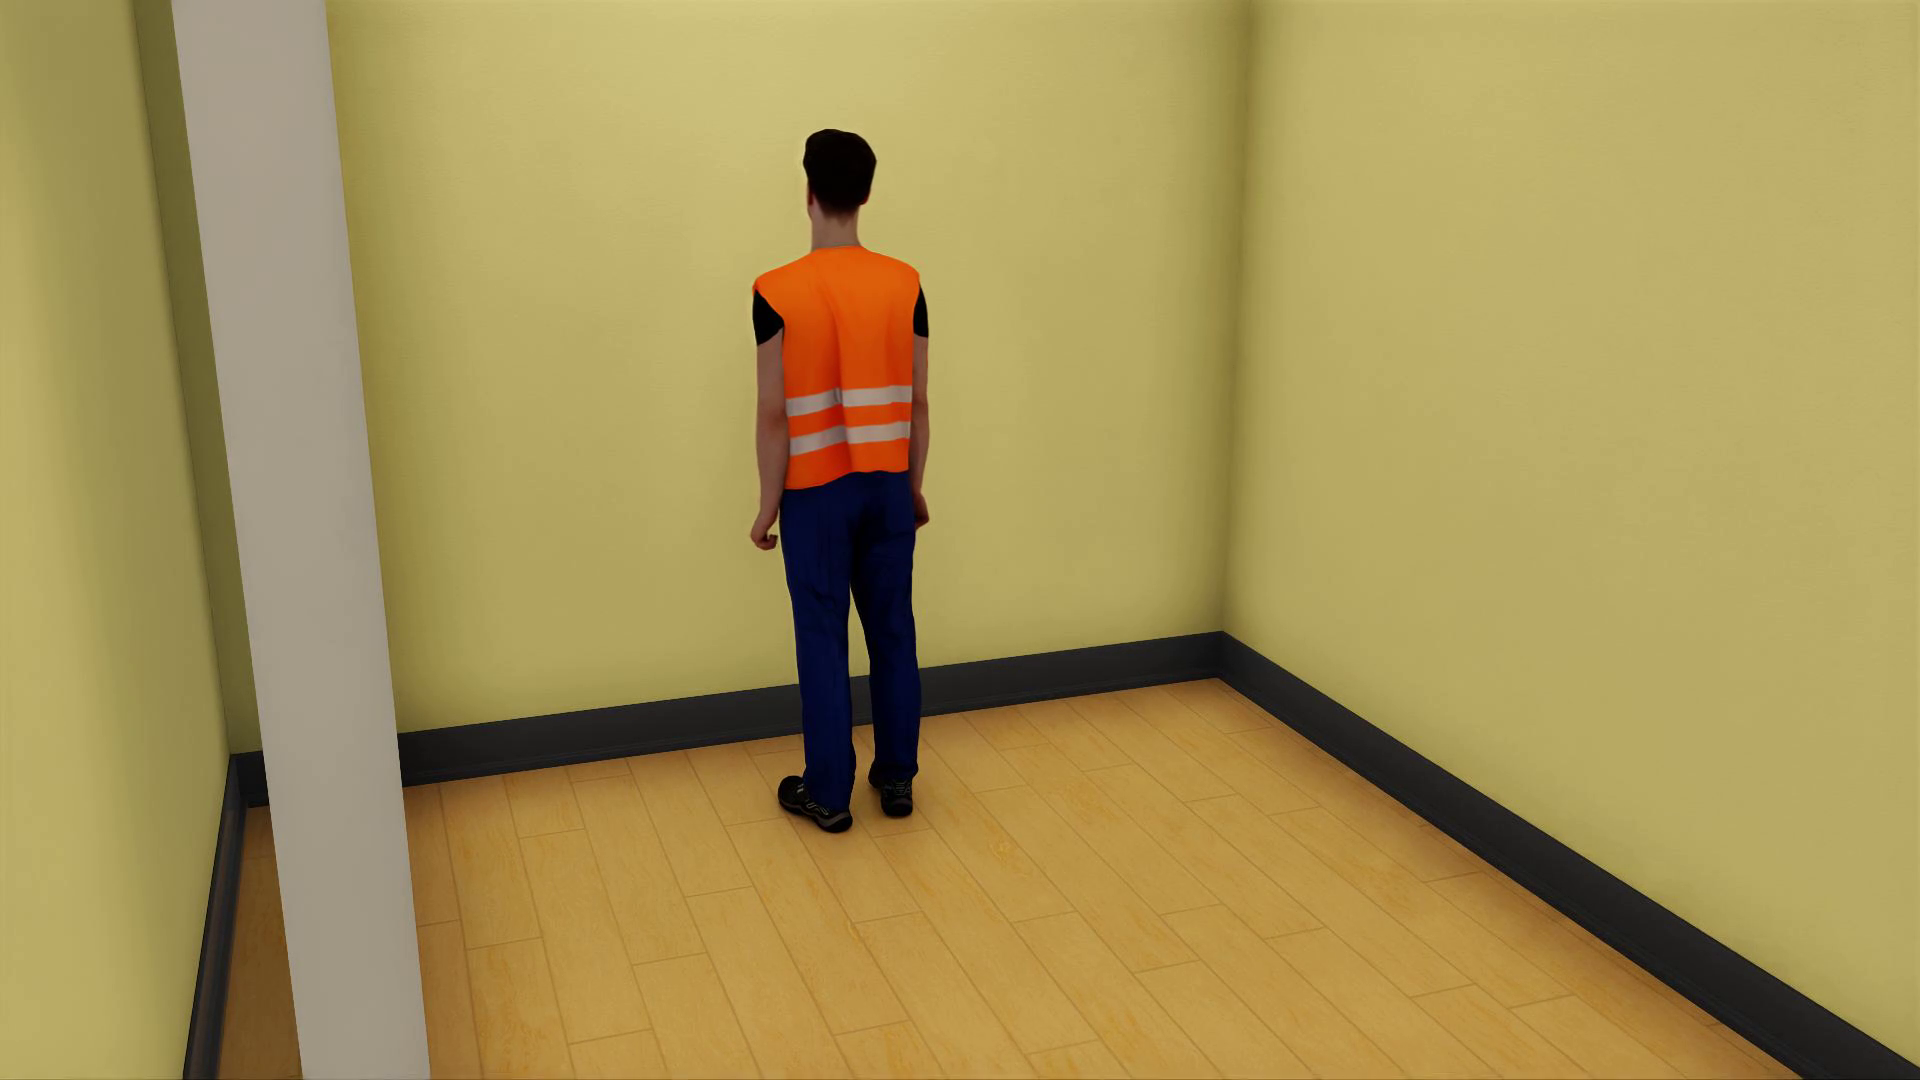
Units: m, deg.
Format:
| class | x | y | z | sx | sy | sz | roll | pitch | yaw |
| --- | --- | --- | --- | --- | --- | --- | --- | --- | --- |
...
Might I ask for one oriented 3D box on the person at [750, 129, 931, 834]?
| class | x | y | z | sx | sy | sz | roll | pitch | yaw |
| --- | --- | --- | --- | --- | --- | --- | --- | --- | --- |
| person | -0.305 | -0.139 | 4.488 | 0.595 | 1.889 | 0.757 | -8 | 18 | -26 |
